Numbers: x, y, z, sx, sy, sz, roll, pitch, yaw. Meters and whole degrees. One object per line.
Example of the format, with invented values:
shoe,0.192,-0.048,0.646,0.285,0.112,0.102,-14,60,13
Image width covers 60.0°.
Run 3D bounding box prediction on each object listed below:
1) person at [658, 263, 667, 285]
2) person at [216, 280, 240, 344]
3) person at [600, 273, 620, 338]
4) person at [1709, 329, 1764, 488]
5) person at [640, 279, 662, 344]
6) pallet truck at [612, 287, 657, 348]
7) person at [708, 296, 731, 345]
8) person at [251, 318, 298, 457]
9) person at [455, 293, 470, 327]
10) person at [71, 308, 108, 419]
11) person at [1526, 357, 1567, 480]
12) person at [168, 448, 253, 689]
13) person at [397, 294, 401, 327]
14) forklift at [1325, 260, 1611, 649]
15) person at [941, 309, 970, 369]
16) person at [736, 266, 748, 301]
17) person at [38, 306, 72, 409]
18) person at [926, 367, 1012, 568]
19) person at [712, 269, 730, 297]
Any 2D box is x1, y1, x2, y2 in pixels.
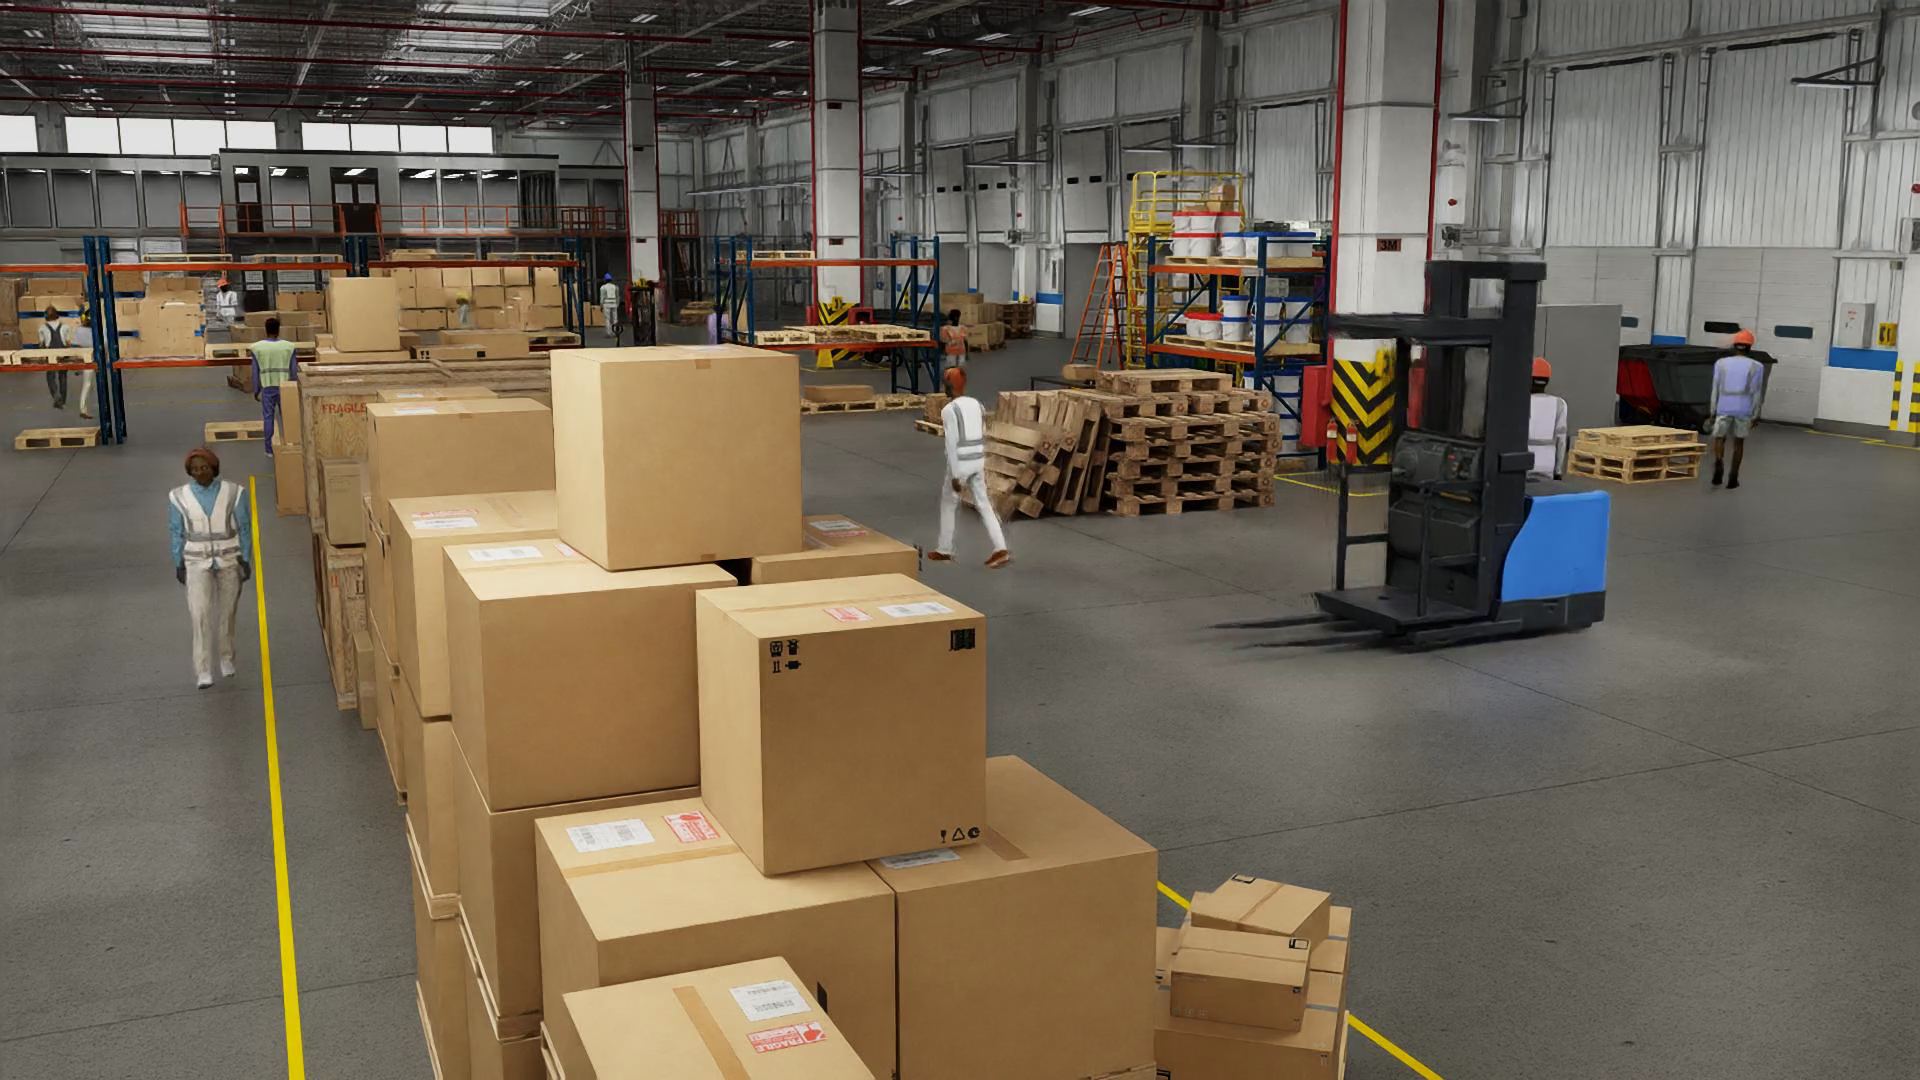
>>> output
person,-13.338,-11.376,73.860,0.622,1.984,0.411,-2,10,-9
person,-19.856,-6.092,45.028,0.557,1.872,0.873,2,11,12
person,-10.542,-7.037,50.039,0.609,1.946,0.405,-7,13,-35
person,9.289,-1.561,19.916,0.577,1.925,0.443,6,12,31
person,-8.891,-6.528,47.566,0.634,1.825,0.653,10,14,44
pallet truck,-6.464,-4.406,35.401,0.823,1.965,1.885,6,12,32
person,-4.556,-3.699,31.764,0.611,1.904,0.476,7,12,34
person,-9.428,-2.097,22.941,0.593,1.909,0.391,-5,11,-25
person,-11.844,-4.979,39.323,0.823,1.705,0.511,-3,11,-16
person,-14.495,-2.939,27.733,0.445,1.846,0.521,9,14,40
person,5.174,-0.681,15.044,0.553,1.935,0.367,-1,10,-6
person,-5.008,0.192,11.160,0.514,1.600,0.808,-5,11,-23
person,-14.450,-5.584,42.118,0.632,1.926,0.561,2,10,10
forklift,3.936,-0.721,12.659,1.873,2.768,1.129,-4,11,-23
person,-0.074,-3.505,31.291,0.538,1.685,0.360,-6,12,-28
person,-8.802,-10.056,66.798,0.587,1.910,0.576,-4,11,-20
person,-15.829,-3.186,29.156,0.510,1.829,0.460,-7,12,-34
person,0.092,-0.655,15.182,0.924,1.846,0.560,9,14,42
person,-9.254,-9.613,64.579,0.565,1.819,0.629,6,12,31
